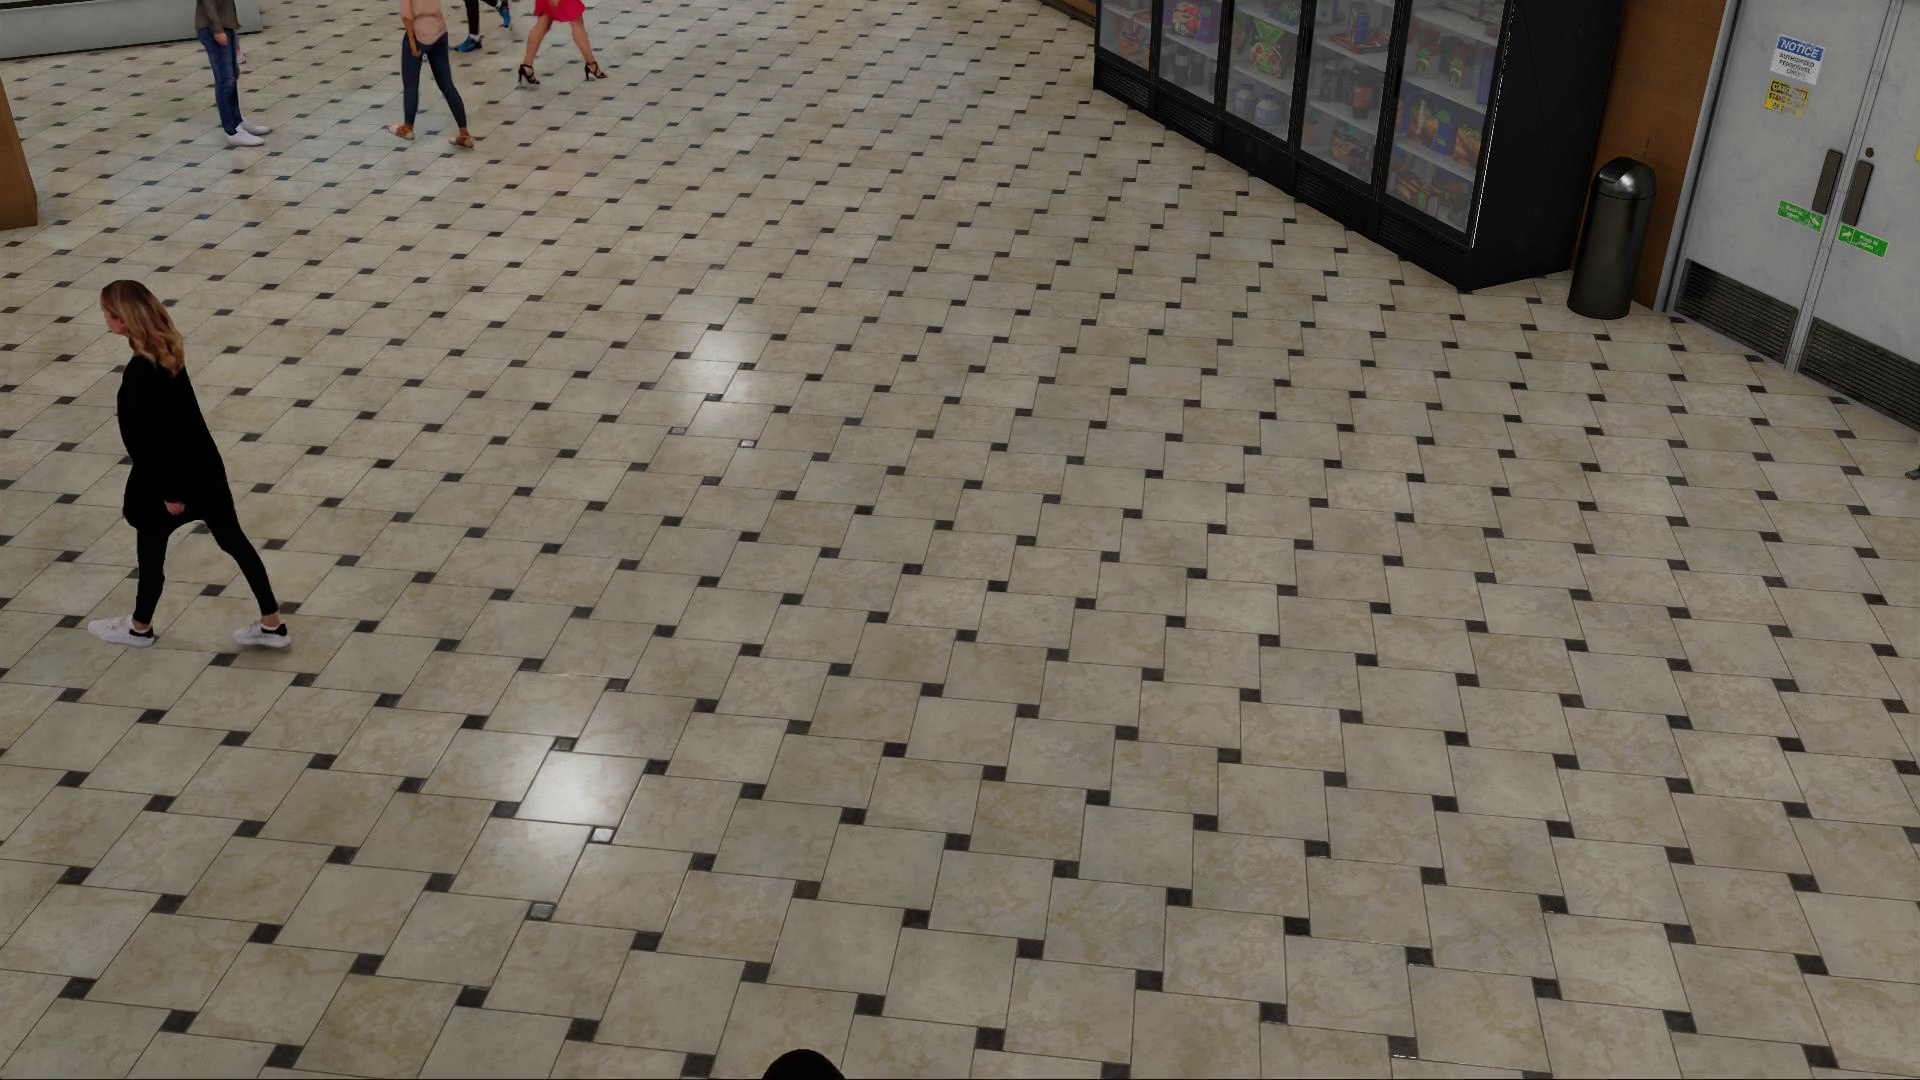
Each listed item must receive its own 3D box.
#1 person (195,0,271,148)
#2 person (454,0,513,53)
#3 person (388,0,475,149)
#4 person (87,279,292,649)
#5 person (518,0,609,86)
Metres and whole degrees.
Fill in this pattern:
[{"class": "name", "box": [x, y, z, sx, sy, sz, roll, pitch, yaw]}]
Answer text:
[{"class": "person", "box": [-5.913, -4.091, 13.200, 0.698, 1.868, 0.764, -5, 32, -7]}, {"class": "person", "box": [-4.561, -5.538, 15.599, 1.061, 1.791, 1.227, 19, 37, 28]}, {"class": "person", "box": [-4.129, -3.931, 13.056, 1.018, 1.748, 1.052, 17, 36, 25]}, {"class": "person", "box": [-3.234, -0.253, 7.127, 1.176, 1.767, 0.970, 2, 32, 3]}, {"class": "person", "box": [-3.627, -4.781, 14.489, 1.009, 1.679, 0.597, -14, 35, -22]}]
